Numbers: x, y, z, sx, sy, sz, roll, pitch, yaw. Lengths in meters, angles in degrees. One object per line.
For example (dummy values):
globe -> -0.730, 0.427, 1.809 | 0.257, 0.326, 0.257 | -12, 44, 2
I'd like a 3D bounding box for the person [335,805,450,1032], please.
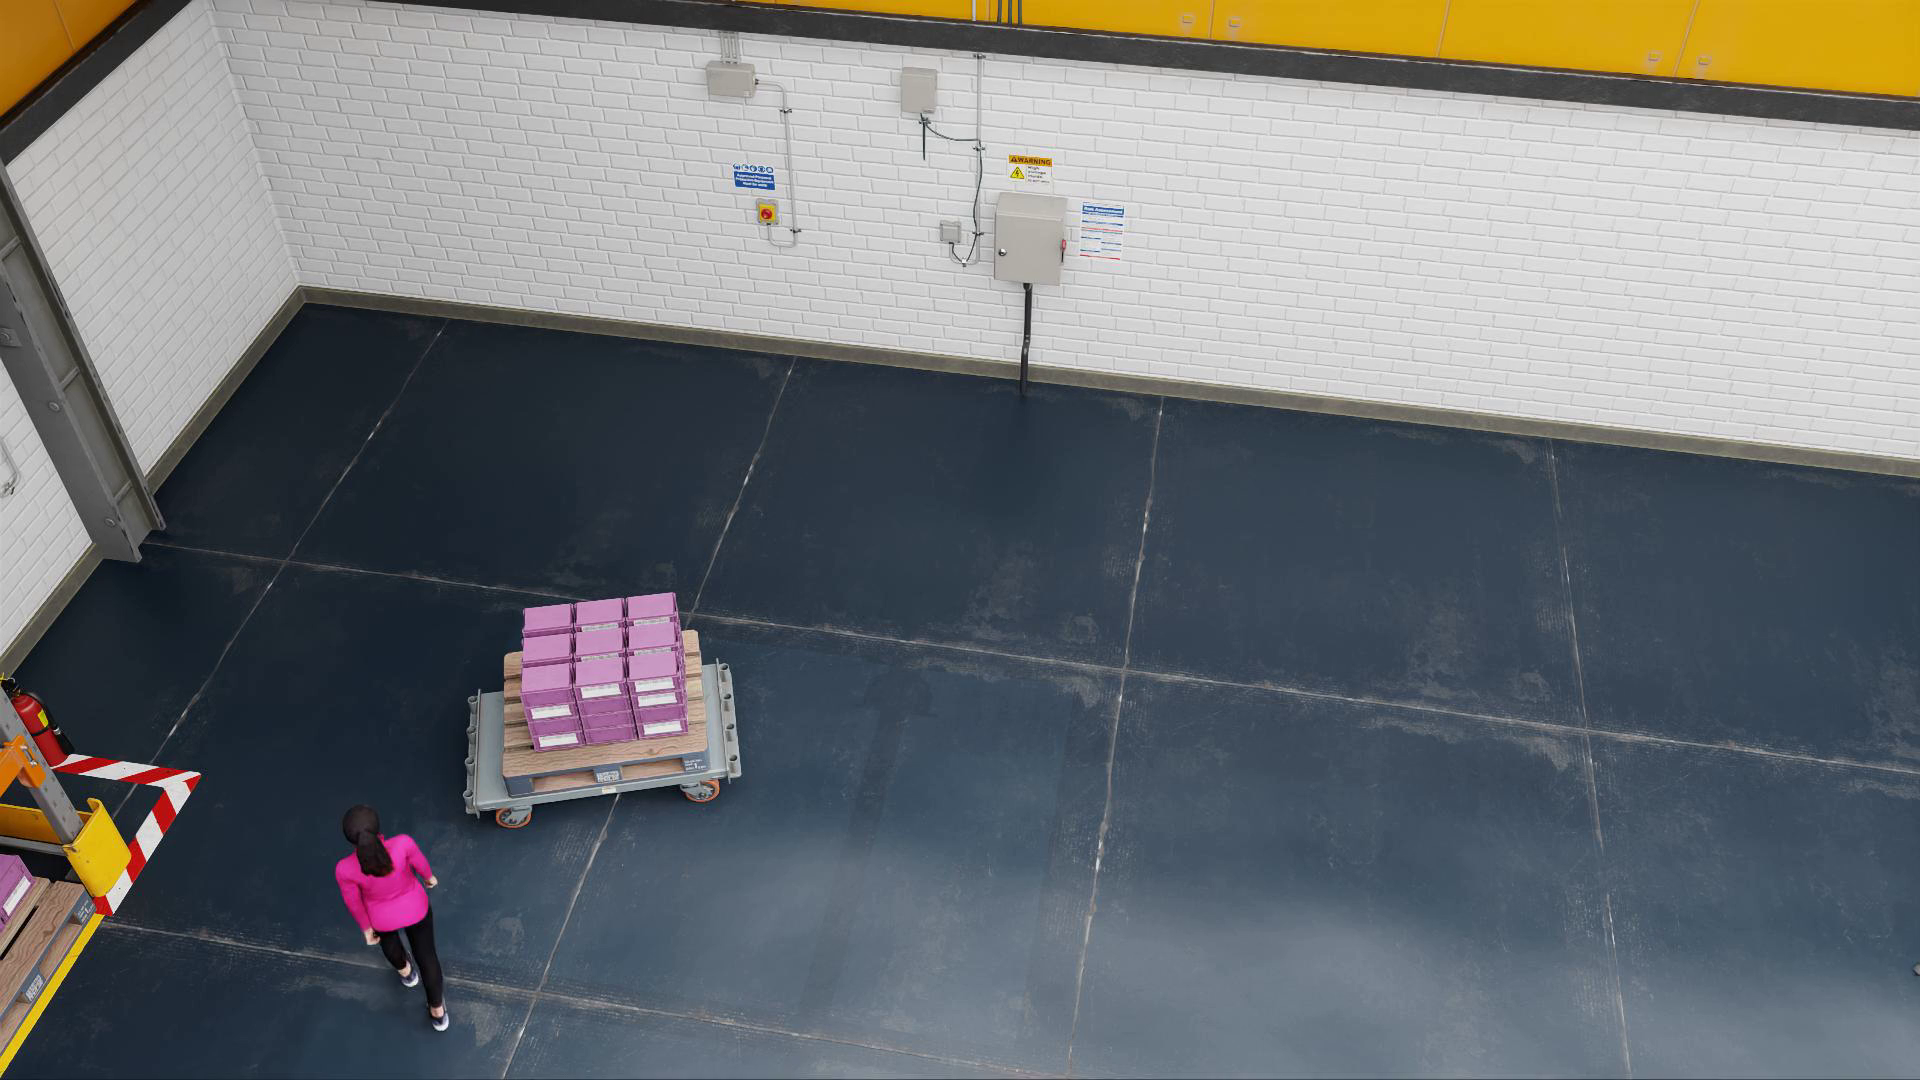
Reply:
person -> -2.916, 2.015, 8.687 | 0.829, 1.680, 0.933 | -17, 46, -17
